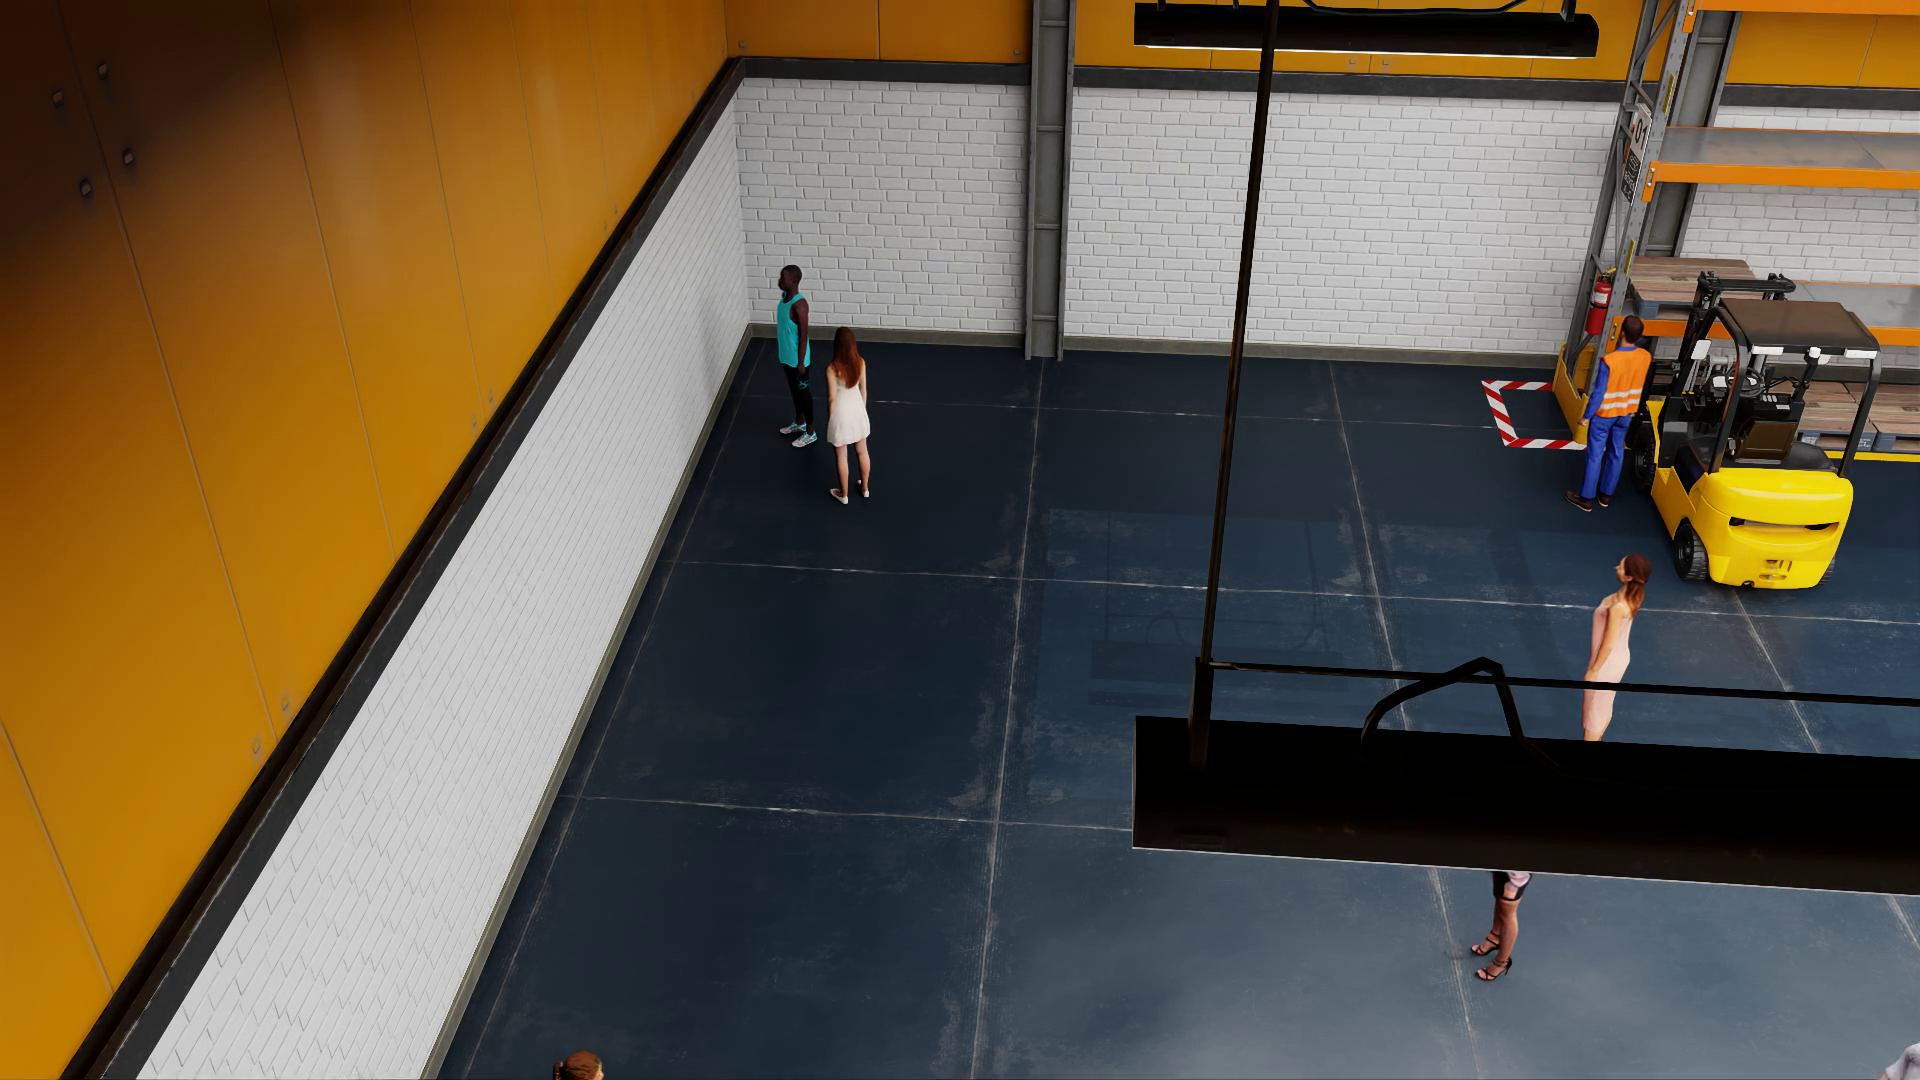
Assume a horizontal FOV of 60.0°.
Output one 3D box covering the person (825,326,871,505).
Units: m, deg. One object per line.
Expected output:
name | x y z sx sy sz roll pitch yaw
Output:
person | -0.996 -1.116 14.804 0.624 1.712 0.708 -18 37 -24

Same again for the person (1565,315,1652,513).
person | 5.743 -1.123 14.678 0.697 1.863 0.846 -11 35 -15

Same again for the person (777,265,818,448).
person | -1.542 -1.747 15.664 0.702 1.810 0.698 -16 37 -22

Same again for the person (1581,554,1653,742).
person | 4.569 0.866 11.713 0.671 1.832 0.655 23 40 30
